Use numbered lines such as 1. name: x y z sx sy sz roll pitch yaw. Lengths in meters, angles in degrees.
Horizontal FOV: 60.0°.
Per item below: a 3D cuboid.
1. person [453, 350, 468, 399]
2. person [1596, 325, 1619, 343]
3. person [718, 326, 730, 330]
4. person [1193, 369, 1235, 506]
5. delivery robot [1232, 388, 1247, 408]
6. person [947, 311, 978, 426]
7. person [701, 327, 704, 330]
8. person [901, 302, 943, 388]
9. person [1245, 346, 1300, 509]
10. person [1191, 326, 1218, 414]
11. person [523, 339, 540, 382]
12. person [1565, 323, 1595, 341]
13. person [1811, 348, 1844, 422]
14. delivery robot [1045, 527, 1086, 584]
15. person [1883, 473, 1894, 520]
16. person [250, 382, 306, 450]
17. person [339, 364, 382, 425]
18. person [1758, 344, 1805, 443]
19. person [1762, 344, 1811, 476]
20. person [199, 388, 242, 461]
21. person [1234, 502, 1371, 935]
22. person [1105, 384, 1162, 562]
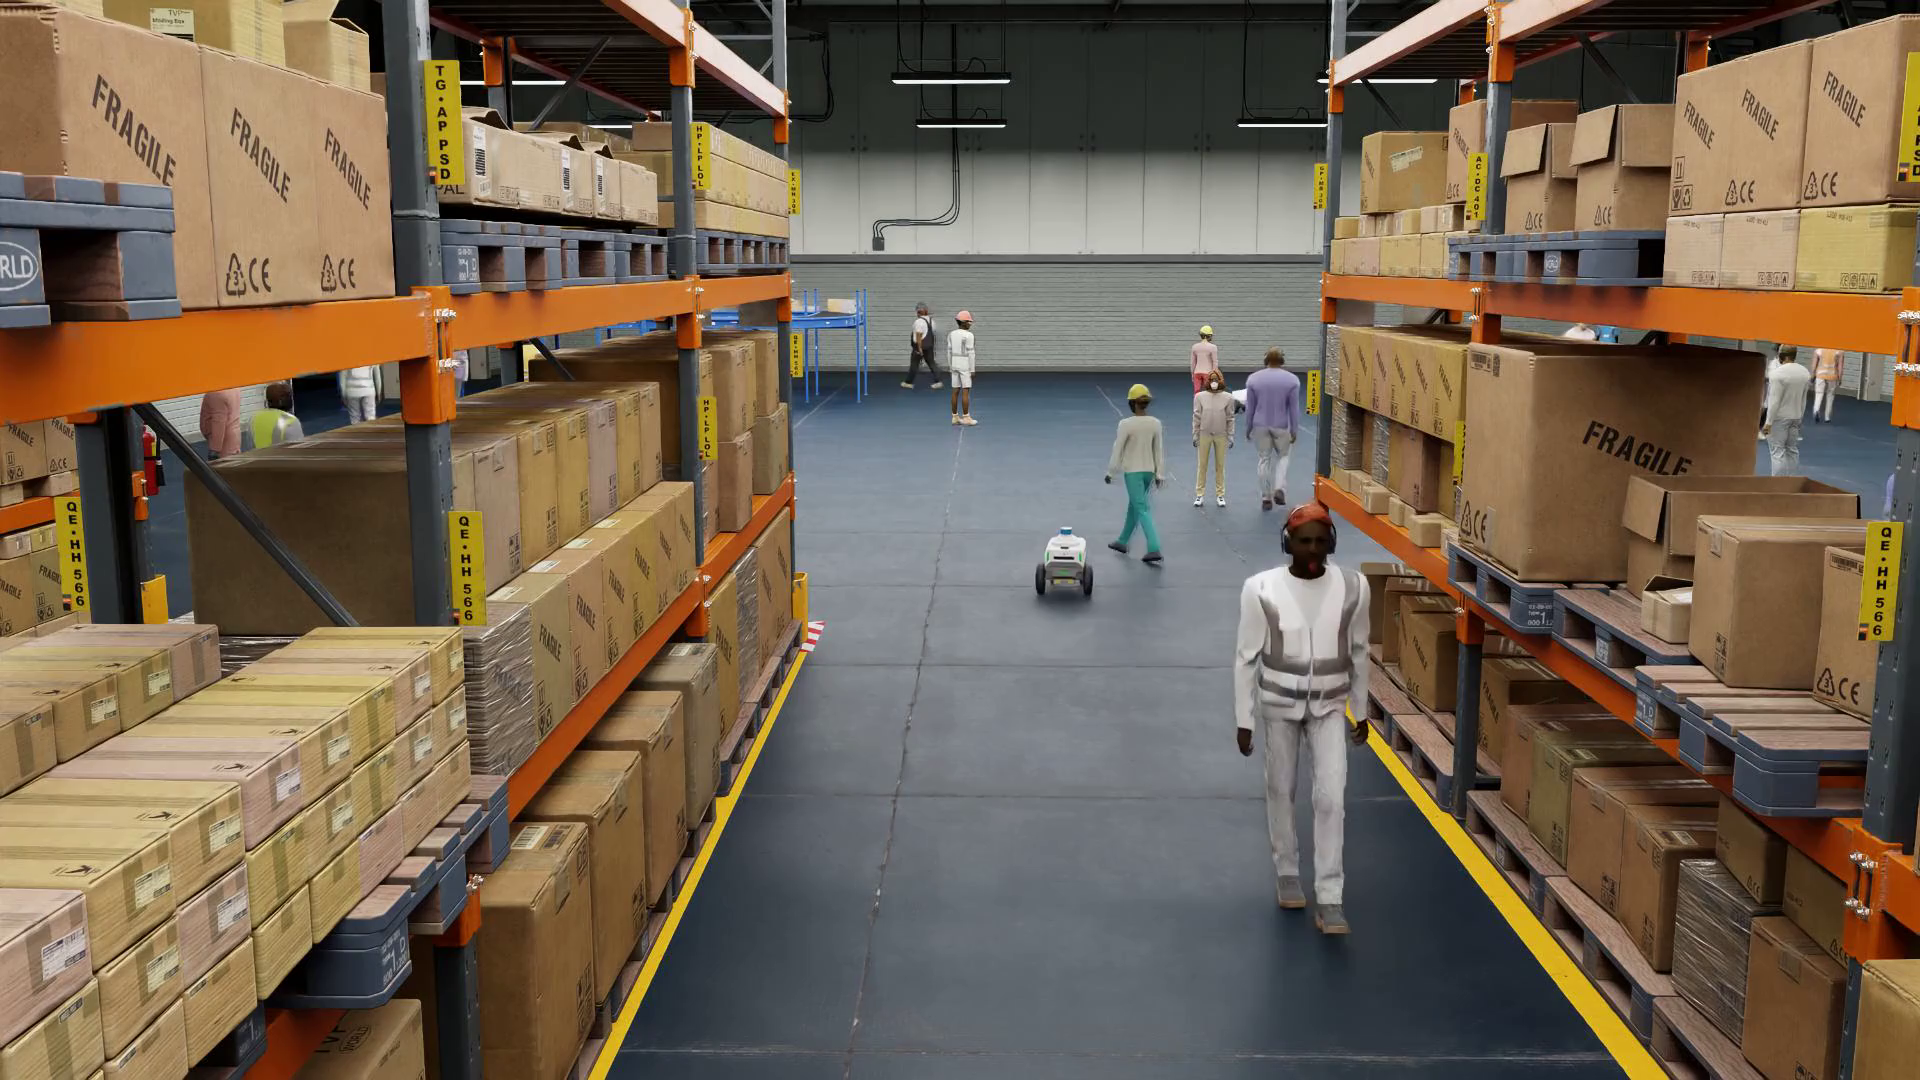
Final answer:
1. person: -8.831 -2.859 28.936 0.601 1.879 0.621 0 9 -2
2. person: 16.398 -4.968 42.176 0.548 1.681 0.652 6 11 32
3. person: -4.125 -2.941 29.783 1.005 1.764 0.571 -9 13 -42
4. person: 3.030 -1.226 19.901 0.498 1.634 0.280 1 10 8
5. delivery robot: 5.630 -2.772 32.240 0.707 0.478 0.477 9 13 44
6. person: 0.051 -3.074 29.765 0.395 2.039 0.608 -9 13 -43
7. person: -4.092 -2.415 26.234 0.664 1.890 0.422 -4 10 -25
8. person: -0.849 -4.514 38.512 1.035 2.000 0.687 7 12 36
9. person: 3.683 -1.327 19.658 0.635 1.917 0.428 3 10 15
10. person: 4.414 -2.979 30.020 0.525 1.765 0.329 7 12 36
11. person: -6.976 -2.473 26.776 0.619 1.838 0.430 -8 12 -39
12. person: 12.350 -3.571 33.204 0.650 1.887 0.709 -2 10 -10
13. person: 15.737 -2.936 30.208 0.521 1.618 0.709 6 11 33
14. delivery robot: 0.946 0.130 14.857 0.477 0.478 0.707 1 10 6
15. person: 6.348 0.136 10.903 0.561 1.917 0.607 3 10 15
16. person: -6.308 -0.559 15.405 0.636 1.809 0.906 6 11 34
17. person: -8.977 -2.208 24.942 0.611 1.925 0.697 -5 11 -28
18. person: 13.272 -2.402 26.900 0.545 1.646 0.888 -4 10 -22
19. person: 10.112 -1.463 20.414 0.638 1.937 0.356 -5 11 -26
20. person: -7.992 -1.042 17.987 0.405 1.911 0.636 -1 10 -7
21. person: 1.502 0.779 7.219 0.613 1.853 0.847 0 9 3
22. person: 1.737 -0.669 16.313 0.524 1.721 0.911 -7 12 -38
